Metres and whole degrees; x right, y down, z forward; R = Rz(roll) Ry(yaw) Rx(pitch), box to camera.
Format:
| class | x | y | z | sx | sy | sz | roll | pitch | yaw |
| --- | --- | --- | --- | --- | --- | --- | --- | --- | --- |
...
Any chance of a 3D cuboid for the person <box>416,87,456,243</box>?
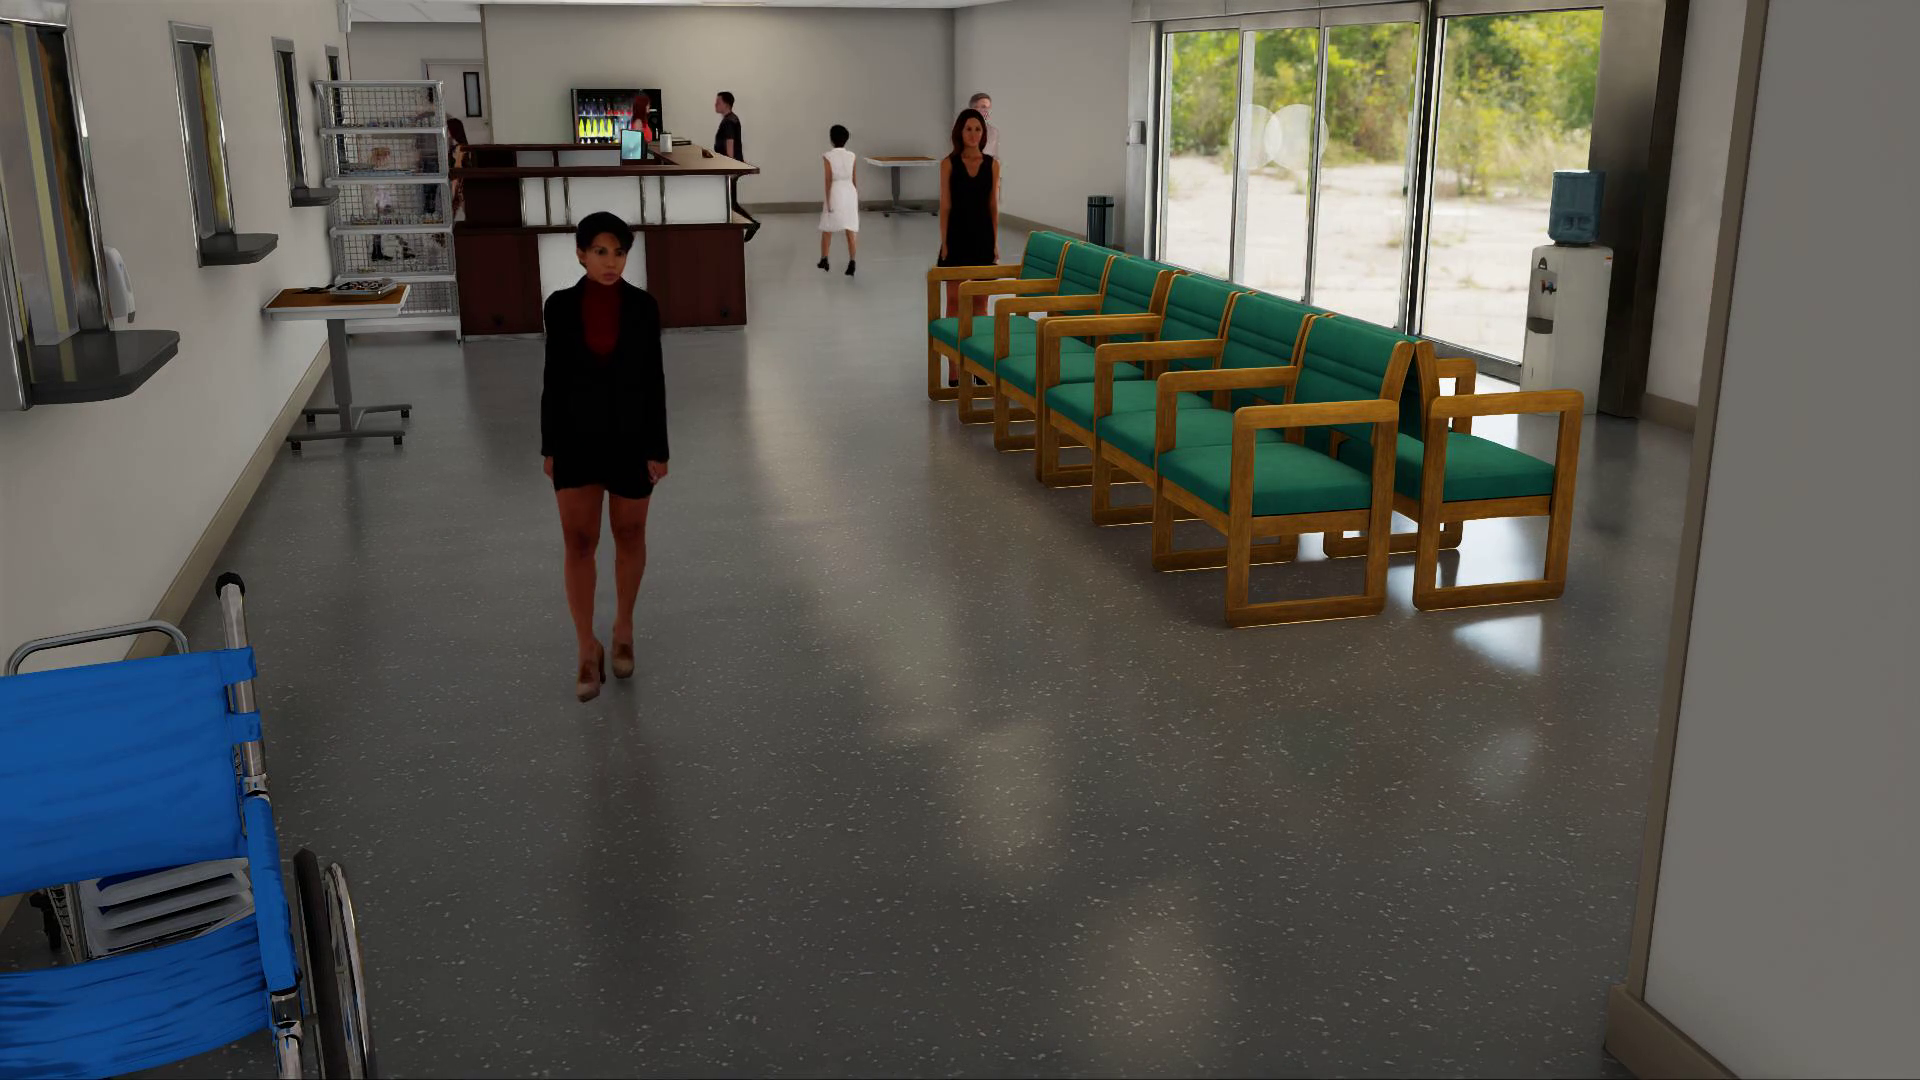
| class | x | y | z | sx | sy | sz | roll | pitch | yaw |
| --- | --- | --- | --- | --- | --- | --- | --- | --- | --- |
| person | -6.373 | -4.547 | 20.289 | 0.950 | 1.887 | 0.752 | -4 | 16 | -12 |

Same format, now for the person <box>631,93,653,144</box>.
| class | x | y | z | sx | sy | sz | roll | pitch | yaw |
| --- | --- | --- | --- | --- | --- | --- | --- | --- | --- |
| person | -4.063 | -4.605 | 20.644 | 0.695 | 1.807 | 0.699 | -1 | 16 | -4 |

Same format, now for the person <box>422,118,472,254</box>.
| class | x | y | z | sx | sy | sz | roll | pitch | yaw |
| --- | --- | --- | --- | --- | --- | --- | --- | --- | --- |
| person | -5.716 | -4.082 | 19.315 | 1.134 | 1.520 | 0.699 | -7 | 17 | -24 |

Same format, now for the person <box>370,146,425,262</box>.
| class | x | y | z | sx | sy | sz | roll | pitch | yaw |
| --- | --- | --- | --- | --- | --- | --- | --- | --- | --- |
| person | -6.499 | -3.746 | 18.609 | 0.786 | 1.256 | 0.516 | -5 | 17 | -19 |

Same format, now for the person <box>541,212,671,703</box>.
| class | x | y | z | sx | sy | sz | roll | pitch | yaw |
| --- | --- | --- | --- | --- | --- | --- | --- | --- | --- |
| person | -1.209 | -0.294 | 5.693 | 0.635 | 1.622 | 0.649 | -3 | 16 | -11 |

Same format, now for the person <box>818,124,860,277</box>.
| class | x | y | z | sx | sy | sz | roll | pitch | yaw |
| --- | --- | --- | --- | --- | --- | --- | --- | --- | --- |
| person | -1.190 | -3.478 | 17.160 | 0.876 | 1.526 | 0.722 | -7 | 17 | -24 |

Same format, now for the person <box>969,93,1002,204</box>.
| class | x | y | z | sx | sy | sz | roll | pitch | yaw |
| --- | --- | --- | --- | --- | --- | --- | --- | --- | --- |
| person | 0.119 | -3.443 | 16.423 | 0.785 | 1.860 | 0.865 | -10 | 19 | -32 |

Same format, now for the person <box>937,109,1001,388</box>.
| class | x | y | z | sx | sy | sz | roll | pitch | yaw |
| --- | --- | --- | --- | --- | --- | --- | --- | --- | --- |
| person | 0.062 | -1.941 | 11.140 | 0.462 | 1.836 | 0.640 | -3 | 16 | -12 |

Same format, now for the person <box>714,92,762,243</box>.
| class | x | y | z | sx | sy | sz | roll | pitch | yaw |
| --- | --- | --- | --- | --- | --- | --- | --- | --- | --- |
| person | -2.704 | -4.476 | 20.137 | 0.911 | 1.833 | 0.823 | 0 | 16 | -1 |
